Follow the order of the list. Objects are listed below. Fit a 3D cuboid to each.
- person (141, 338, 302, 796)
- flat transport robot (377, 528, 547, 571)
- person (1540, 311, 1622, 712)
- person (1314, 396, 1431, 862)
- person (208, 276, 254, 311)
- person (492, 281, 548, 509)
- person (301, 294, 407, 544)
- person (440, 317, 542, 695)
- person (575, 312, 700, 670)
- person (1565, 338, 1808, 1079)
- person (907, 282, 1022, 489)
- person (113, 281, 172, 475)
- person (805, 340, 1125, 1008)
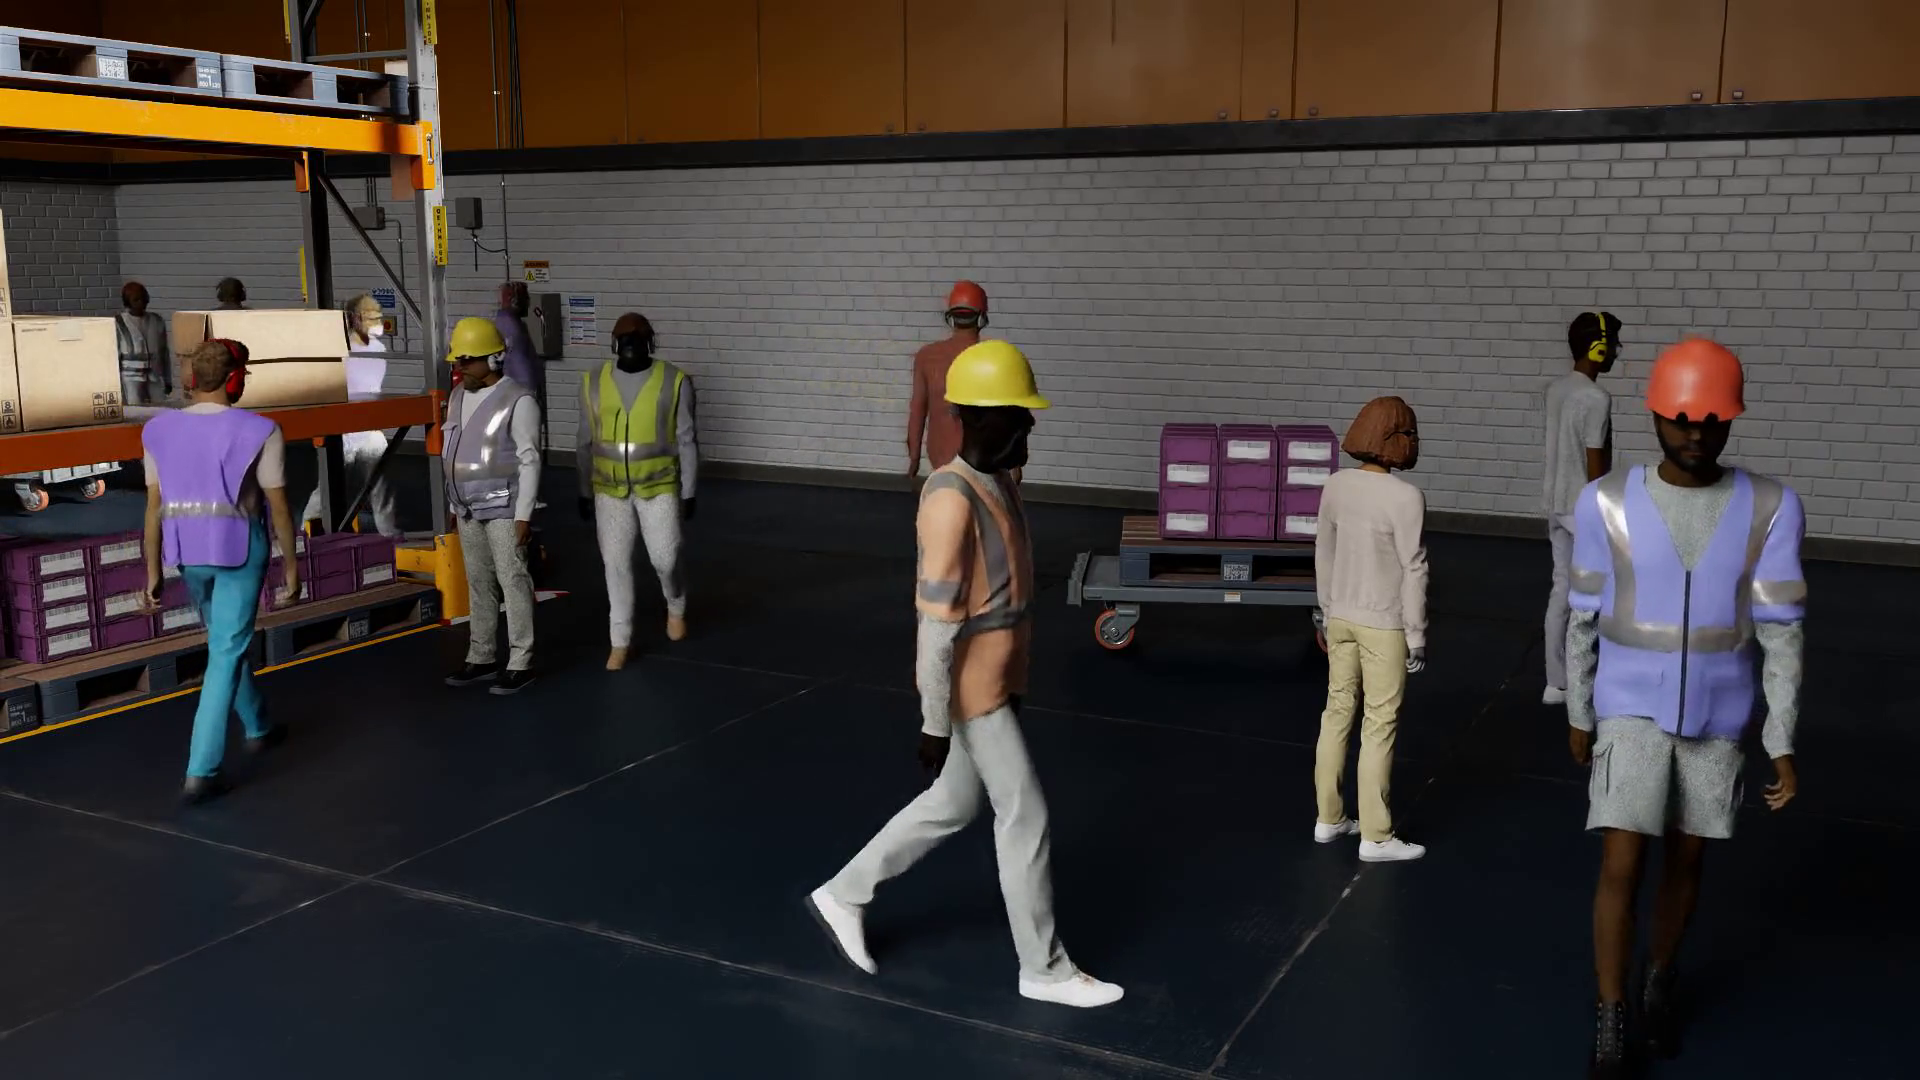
[{"bbox_3d":[-2.971,0.091,6.713,0.573,1.797,0.996,1,10,6],"label":"person"},{"bbox_3d":[-3.509,0.085,11.098,1.431,0.197,0.652,-3,10,-16],"label":"flat transport robot"},{"bbox_3d":[2.886,-0.119,7.702,0.394,1.863,0.536,-2,10,-13],"label":"person"},{"bbox_3d":[1.454,0.308,5.870,0.267,1.632,0.507,-5,11,-28],"label":"person"},{"bbox_3d":[-6.409,-1.370,14.762,0.625,1.922,0.524,-2,10,-9],"label":"person"},{"bbox_3d":[-3.643,-1.183,13.752,0.430,1.892,0.653,-4,11,-21],"label":"person"},{"bbox_3d":[-3.967,-0.664,10.815,0.985,1.881,0.643,3,10,17],"label":"person"},{"bbox_3d":[-2.285,-0.164,8.057,0.586,1.822,0.403,7,12,34],"label":"person"},{"bbox_3d":[-1.682,-0.274,8.680,0.647,1.827,0.678,0,10,2],"label":"person"},{"bbox_3d":[1.810,0.459,4.179,0.551,1.905,0.792,3,10,17],"label":"person"},{"bbox_3d":[0.071,-0.514,9.699,0.654,1.945,1.010,4,10,20],"label":"person"},{"bbox_3d":[-7.897,-1.551,15.987,0.566,1.861,0.604,7,12,33],"label":"person"},{"bbox_3d":[-0.009,0.380,4.698,0.908,1.896,0.592,2,10,11],"label":"person"}]
